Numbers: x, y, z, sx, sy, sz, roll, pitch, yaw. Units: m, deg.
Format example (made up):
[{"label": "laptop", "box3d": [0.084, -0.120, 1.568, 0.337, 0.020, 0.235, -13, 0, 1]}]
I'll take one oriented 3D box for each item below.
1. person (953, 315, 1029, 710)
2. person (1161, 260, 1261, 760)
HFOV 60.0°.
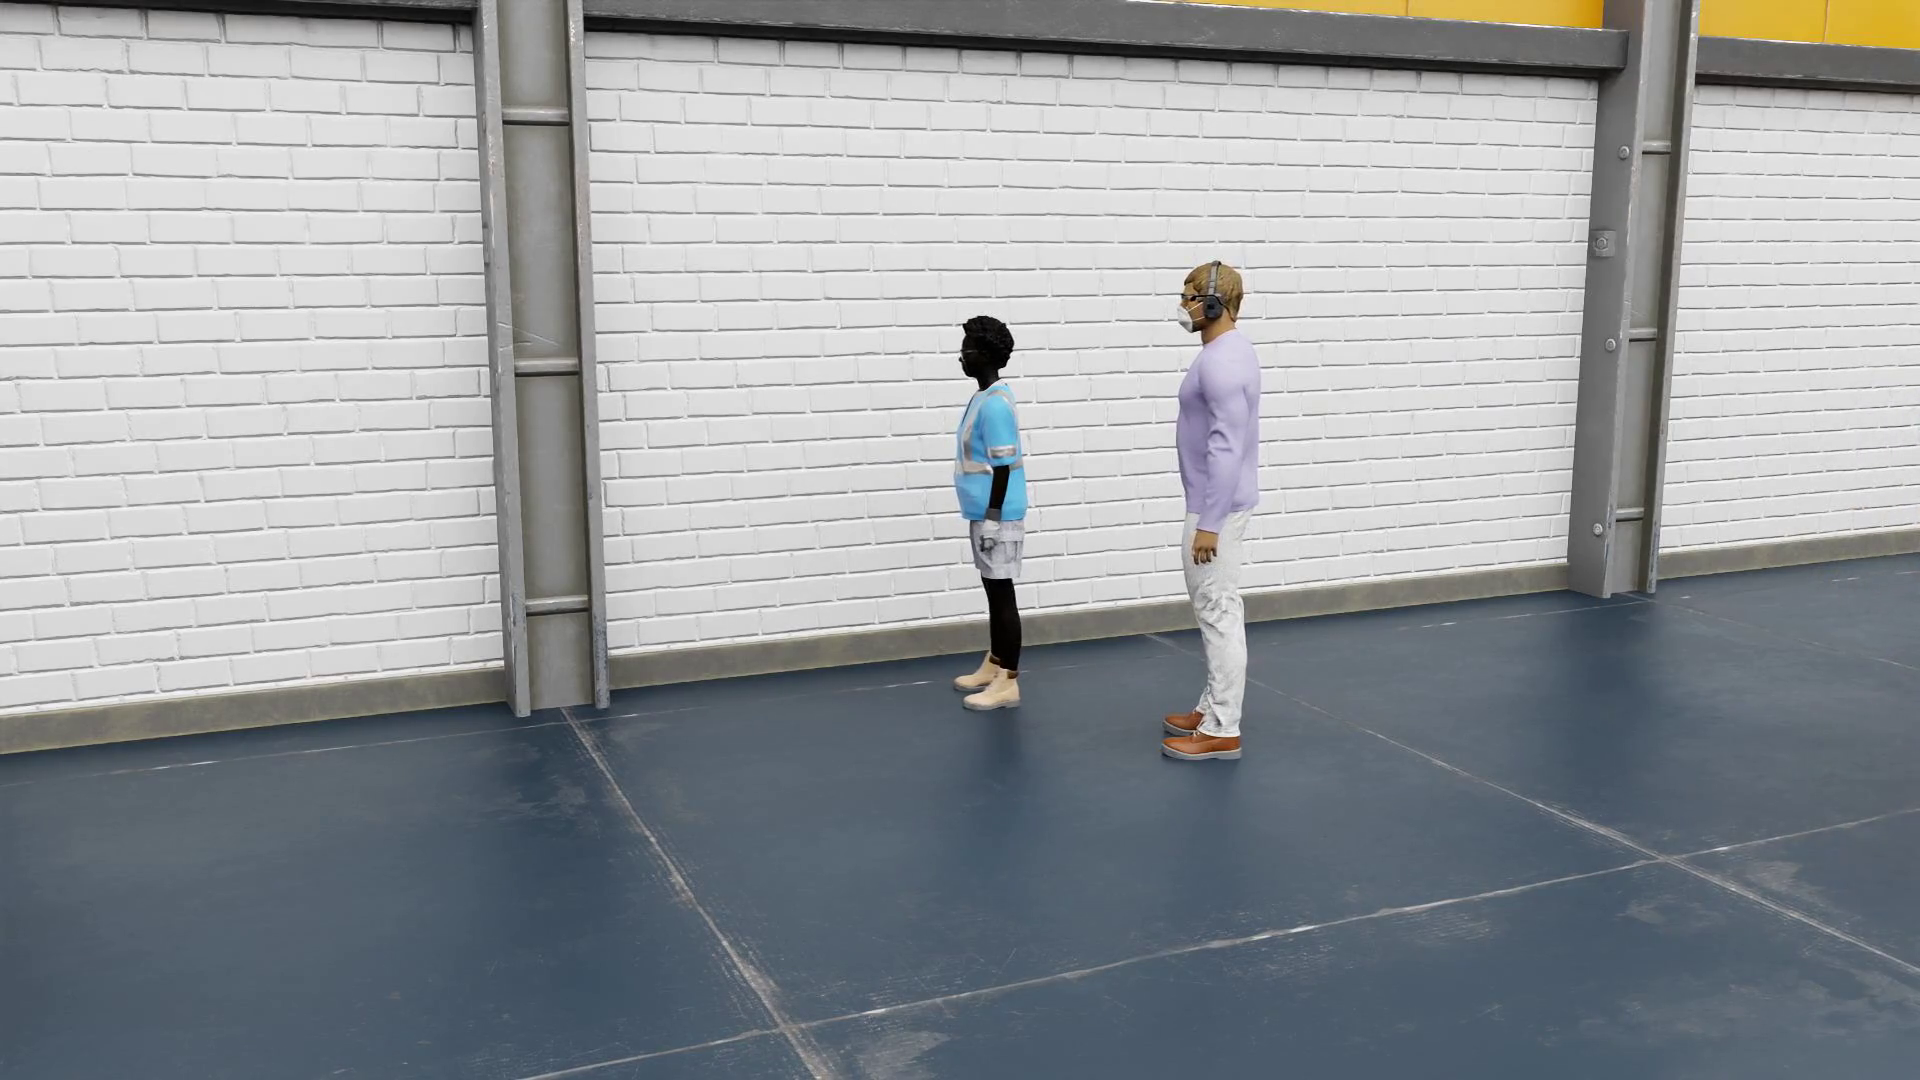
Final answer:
[{"label": "person", "box3d": [0.132, -0.117, 7.194, 0.322, 1.696, 0.536, -1, 10, -4]}, {"label": "person", "box3d": [0.986, -0.112, 6.500, 0.359, 1.938, 0.635, 2, 10, 10]}]
